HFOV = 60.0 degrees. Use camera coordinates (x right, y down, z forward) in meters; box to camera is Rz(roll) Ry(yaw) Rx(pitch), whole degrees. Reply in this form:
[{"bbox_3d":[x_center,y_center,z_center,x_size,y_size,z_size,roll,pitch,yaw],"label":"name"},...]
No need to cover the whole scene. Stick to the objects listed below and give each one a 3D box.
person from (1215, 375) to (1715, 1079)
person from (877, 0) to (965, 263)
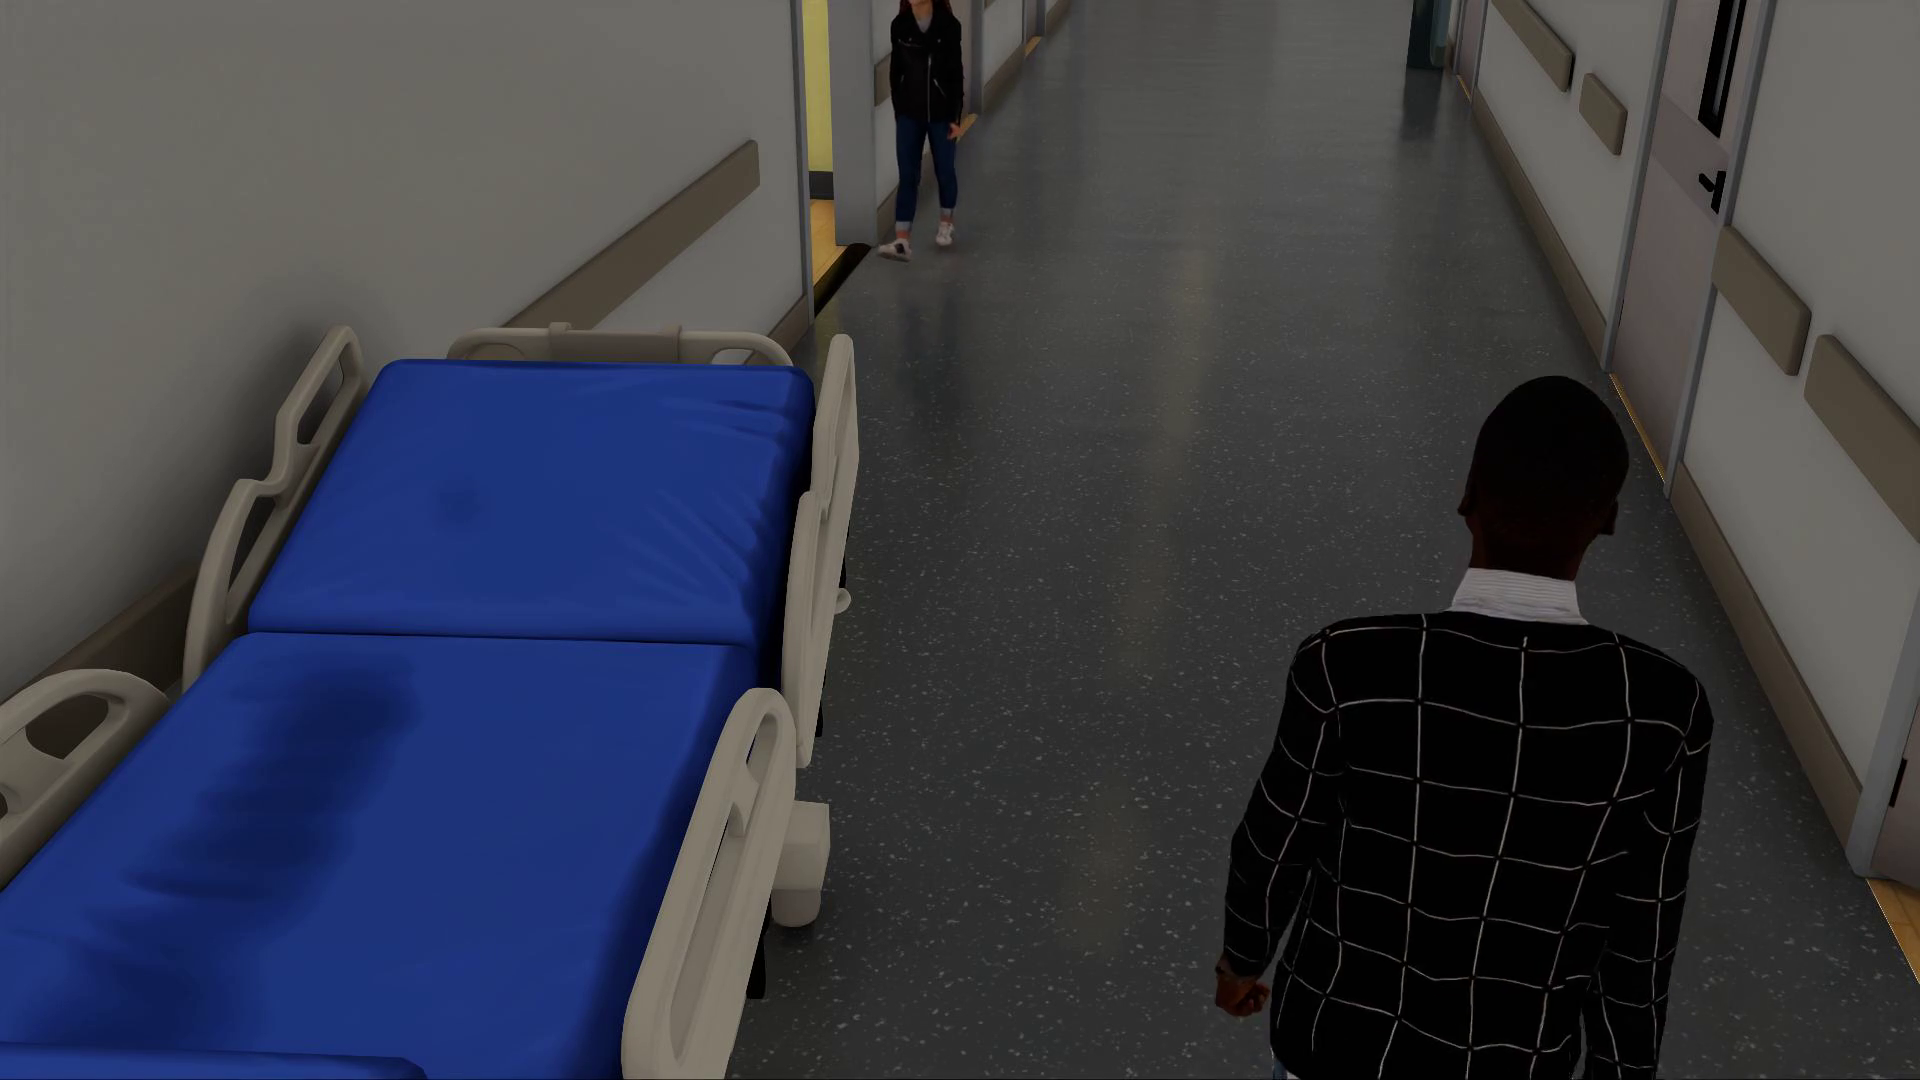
[{"bbox_3d":[0.559,0.720,2.021,1.150,1.777,0.808,2,26,3],"label":"person"},{"bbox_3d":[-0.131,-2.141,8.344,0.916,1.440,0.721,8,27,16],"label":"person"}]
